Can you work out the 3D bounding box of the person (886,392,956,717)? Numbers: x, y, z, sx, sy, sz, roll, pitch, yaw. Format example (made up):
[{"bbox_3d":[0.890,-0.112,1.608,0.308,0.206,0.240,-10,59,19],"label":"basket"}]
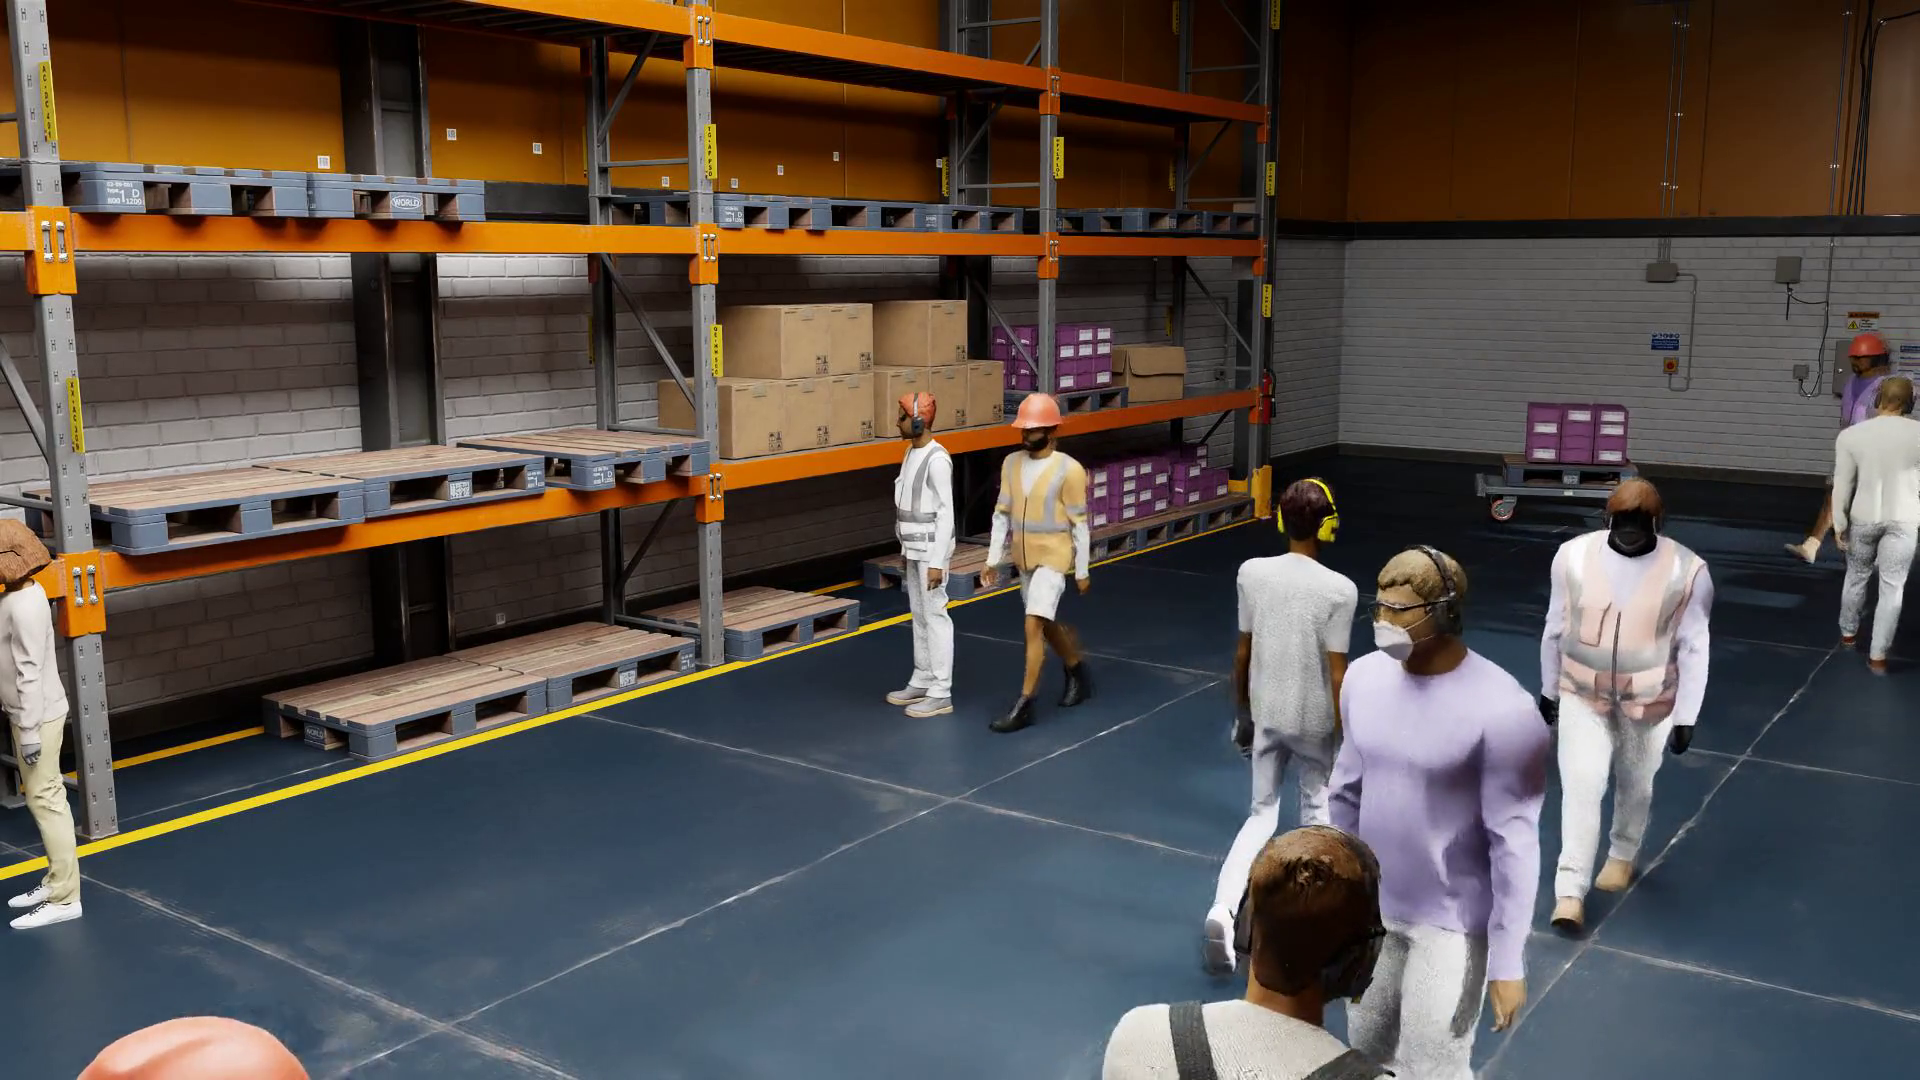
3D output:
[{"bbox_3d":[-0.209,0.081,9.630,0.360,1.882,0.575,-3,10,-19],"label":"person"}]

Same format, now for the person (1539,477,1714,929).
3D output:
[{"bbox_3d":[2.628,0.634,6.637,0.634,1.778,1.003,5,11,26],"label":"person"}]

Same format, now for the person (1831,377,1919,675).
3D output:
[{"bbox_3d":[6.025,-0.119,10.857,0.617,1.873,1.011,6,11,30],"label":"person"}]

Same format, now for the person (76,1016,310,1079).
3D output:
[{"bbox_3d":[-0.782,1.397,1.786,0.996,1.884,0.546,-9,13,-42],"label":"person"}]

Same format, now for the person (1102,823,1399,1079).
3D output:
[{"bbox_3d":[0.407,1.320,2.474,0.563,1.810,0.514,5,11,29],"label":"person"}]

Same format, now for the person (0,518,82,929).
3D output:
[{"bbox_3d":[-3.690,0.718,6.600,0.277,1.629,0.497,-6,11,-31],"label":"person"}]

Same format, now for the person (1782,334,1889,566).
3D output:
[{"bbox_3d":[7.585,-0.743,14.168,1.019,1.997,0.641,-3,10,-15],"label":"person"}]

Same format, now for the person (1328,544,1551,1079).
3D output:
[{"bbox_3d":[1.228,0.963,4.288,0.526,1.941,0.656,-6,11,-32],"label":"person"}]

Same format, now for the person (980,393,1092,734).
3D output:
[{"bbox_3d":[0.500,0.098,9.515,0.550,1.903,0.958,9,13,44],"label":"person"}]

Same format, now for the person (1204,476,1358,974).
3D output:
[{"bbox_3d":[1.183,0.687,6.117,0.513,1.850,0.759,7,12,36],"label":"person"}]
